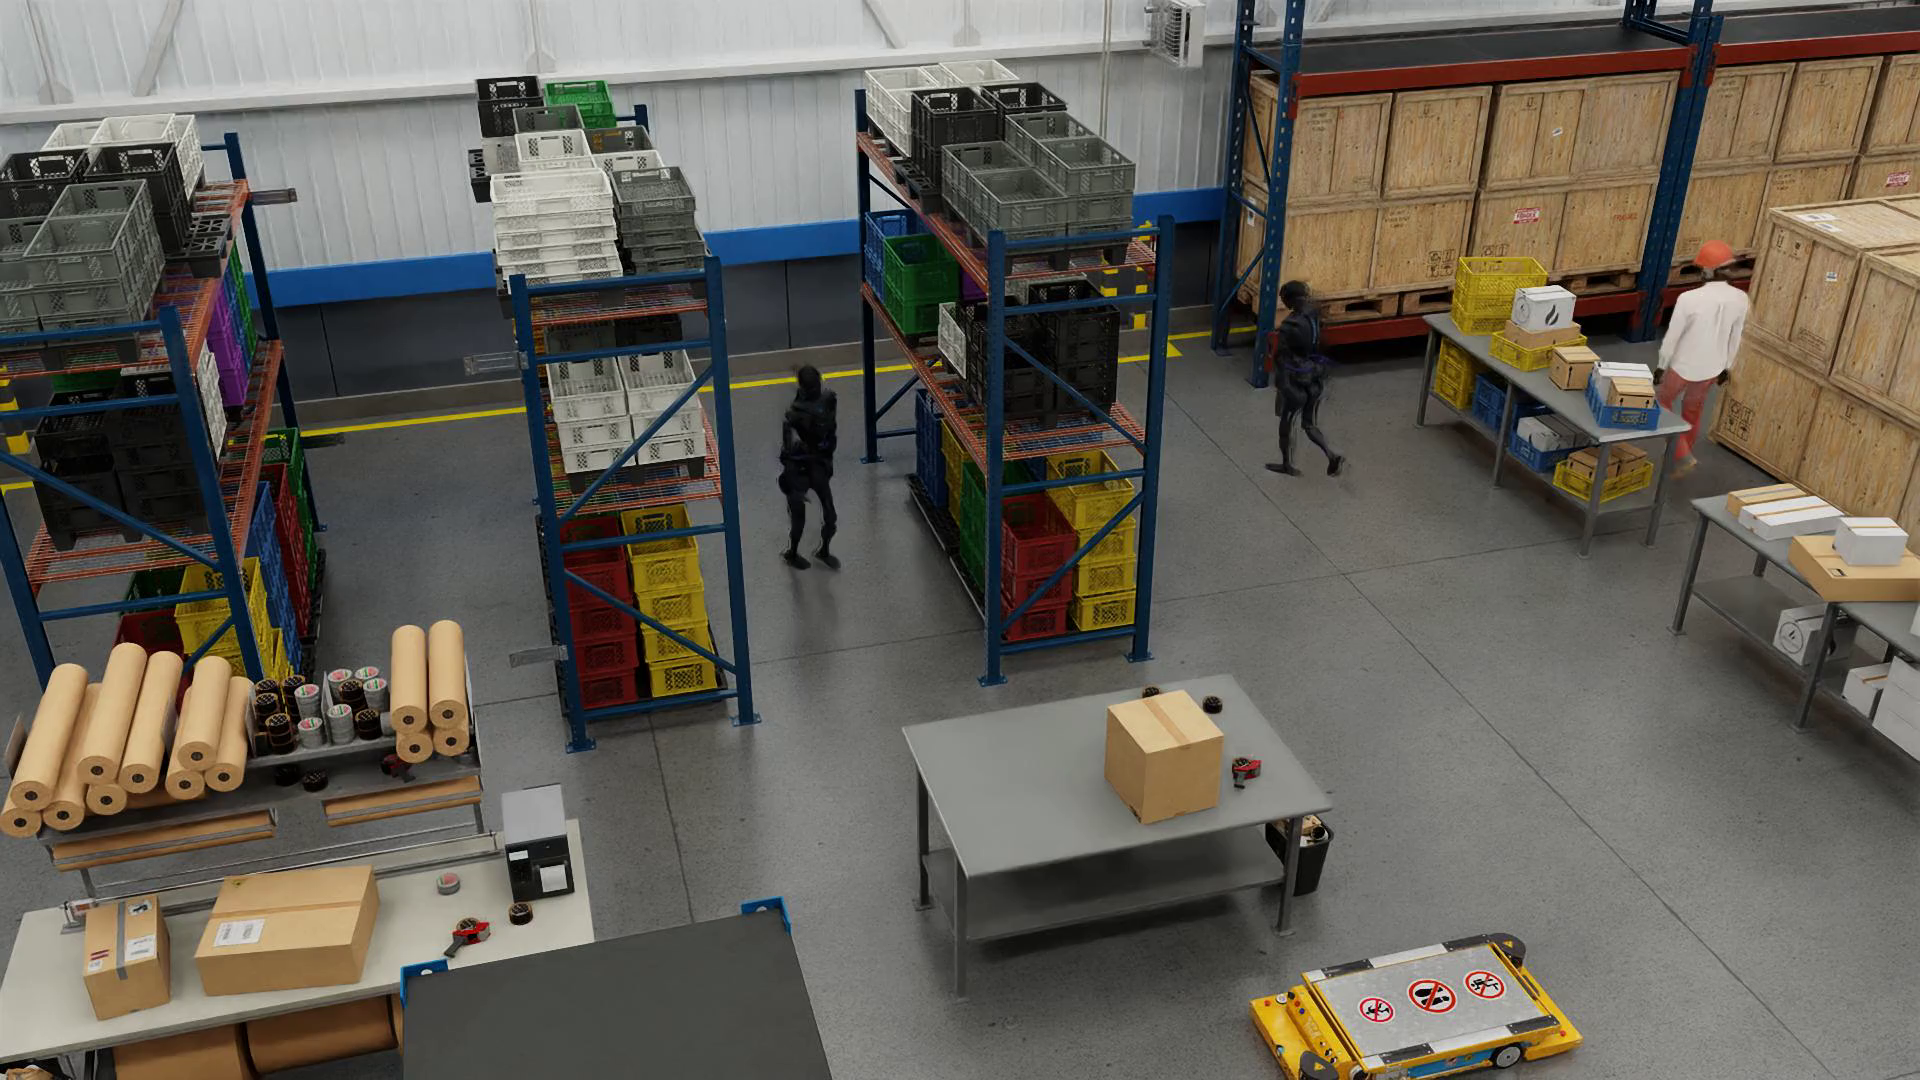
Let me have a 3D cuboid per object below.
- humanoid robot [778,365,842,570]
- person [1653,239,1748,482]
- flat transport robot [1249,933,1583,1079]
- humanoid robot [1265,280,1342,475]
[{"bbox_3d":[-1.080,-0.504,11.631,0.594,1.625,0.558,-25,37,-37],"label":"humanoid robot"},{"bbox_3d":[5.698,-1.353,12.850,0.636,1.968,0.583,-6,29,-12],"label":"person"},{"bbox_3d":[2.184,2.282,7.980,1.431,0.197,0.652,-8,30,-14],"label":"flat transport robot"},{"bbox_3d":[2.726,-1.232,12.958,0.556,1.634,0.648,24,37,37],"label":"humanoid robot"}]
